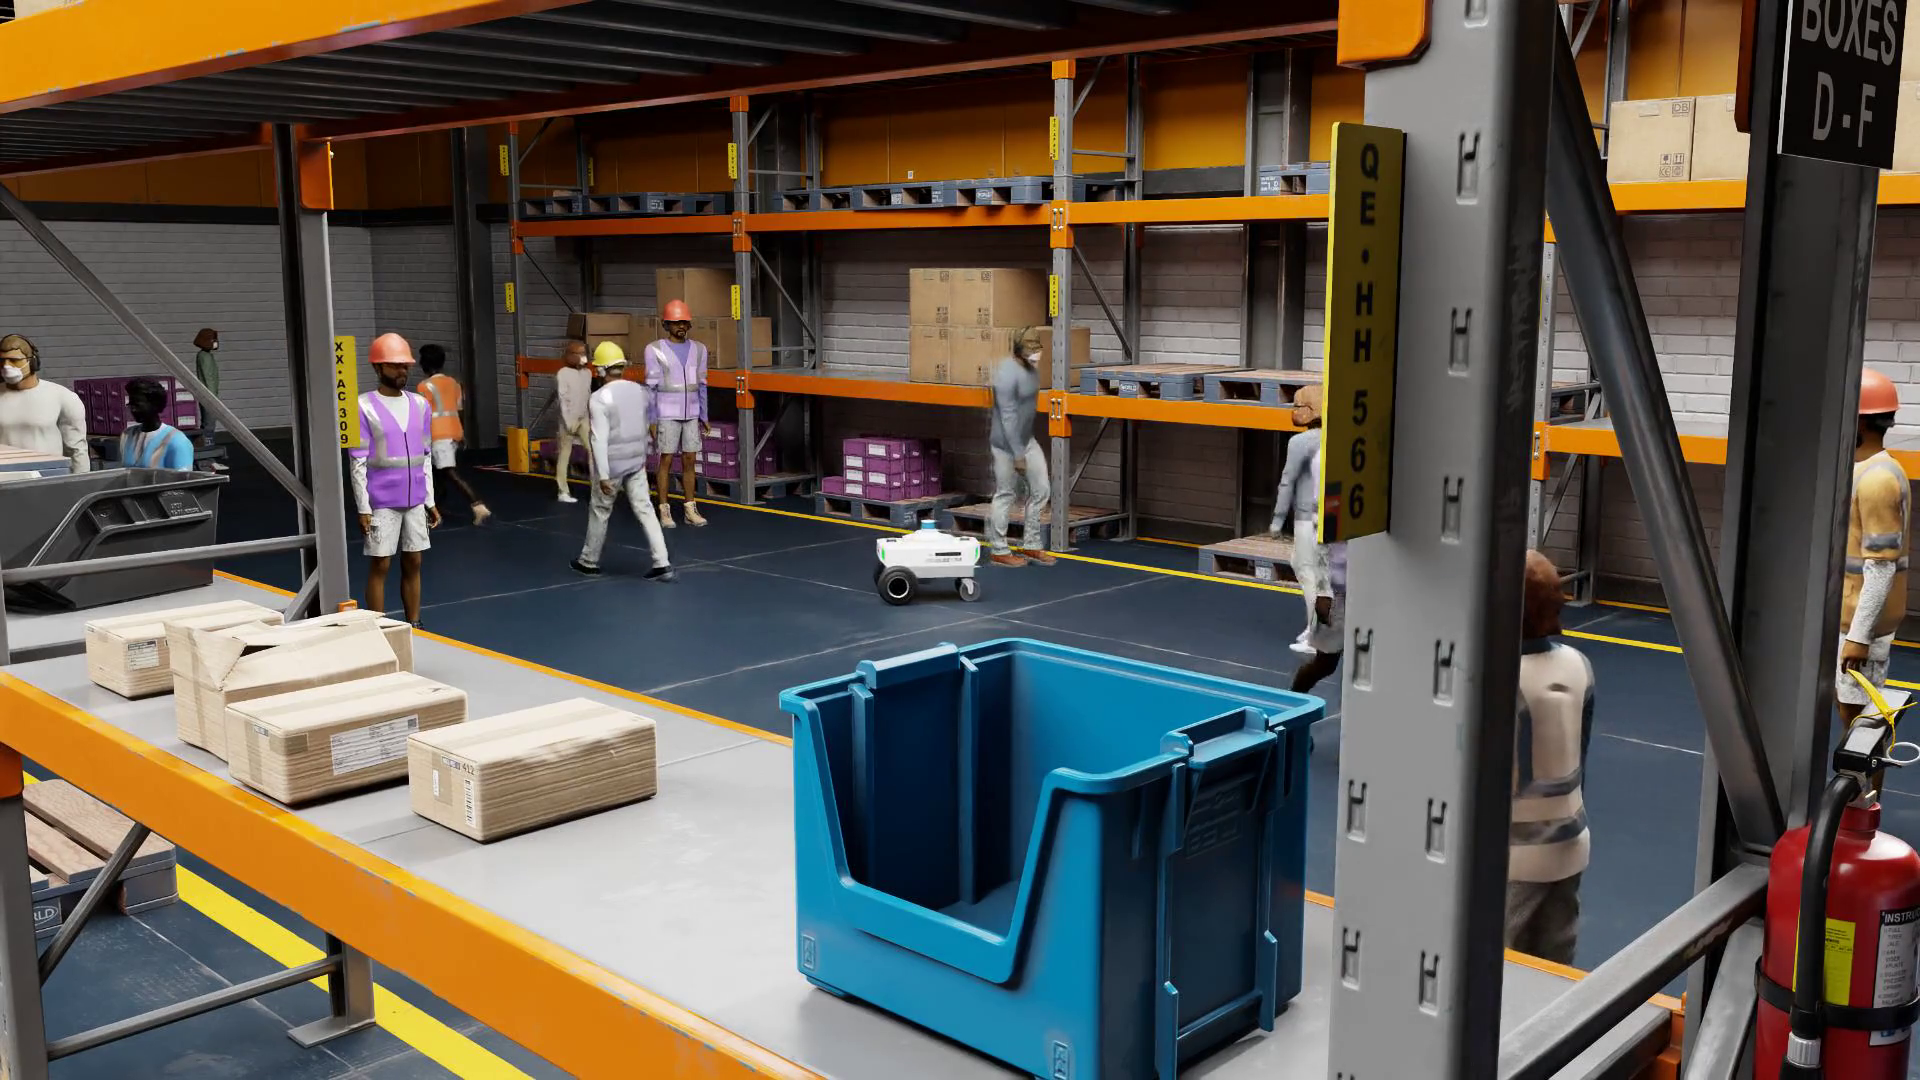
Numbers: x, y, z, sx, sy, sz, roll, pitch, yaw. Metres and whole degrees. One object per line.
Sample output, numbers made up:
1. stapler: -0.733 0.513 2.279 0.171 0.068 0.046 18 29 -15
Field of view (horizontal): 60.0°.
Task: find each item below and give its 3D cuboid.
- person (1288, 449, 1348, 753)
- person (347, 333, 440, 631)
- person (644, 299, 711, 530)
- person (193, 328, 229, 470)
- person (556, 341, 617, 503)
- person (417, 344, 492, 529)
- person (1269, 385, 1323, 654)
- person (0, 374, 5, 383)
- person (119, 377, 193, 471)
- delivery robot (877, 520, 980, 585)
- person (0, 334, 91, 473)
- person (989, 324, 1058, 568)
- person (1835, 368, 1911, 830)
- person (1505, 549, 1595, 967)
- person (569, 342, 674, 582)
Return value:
1. person: 1.754 0.147 7.543 0.541 1.905 0.827 -3 10 -20
2. person: -3.319 -0.243 9.810 0.354 1.941 0.546 7 12 36
3. person: -2.505 -1.119 14.865 0.608 2.044 0.377 -7 11 -36
4. person: -8.672 -1.624 19.219 0.287 1.631 0.501 -5 11 -30
5. person: -3.722 -1.149 16.372 0.732 1.606 0.511 6 11 33
6. person: -4.547 -0.918 14.828 0.860 1.661 0.539 3 10 17
7. person: 2.103 -0.120 10.052 0.449 1.618 0.509 8 12 40
8. person: -7.910 -0.837 13.279 0.622 1.994 0.381 -6 11 -31
9. person: -4.739 -0.123 9.866 0.536 1.691 0.323 5 10 27
10. delivery robot: -0.221 0.103 11.636 0.707 0.478 0.477 -1 9 -7
11. person: -5.443 -0.233 9.753 0.638 1.938 0.357 -2 9 -10
12. person: 0.480 -0.695 12.711 0.679 1.896 0.665 4 10 25
13. person: 3.497 0.294 6.533 0.374 1.934 0.548 4 10 24
14. person: 1.409 0.827 4.231 0.517 1.621 0.333 -7 11 -36
15. person: -2.519 -0.568 12.311 0.952 1.789 0.604 7 11 36
